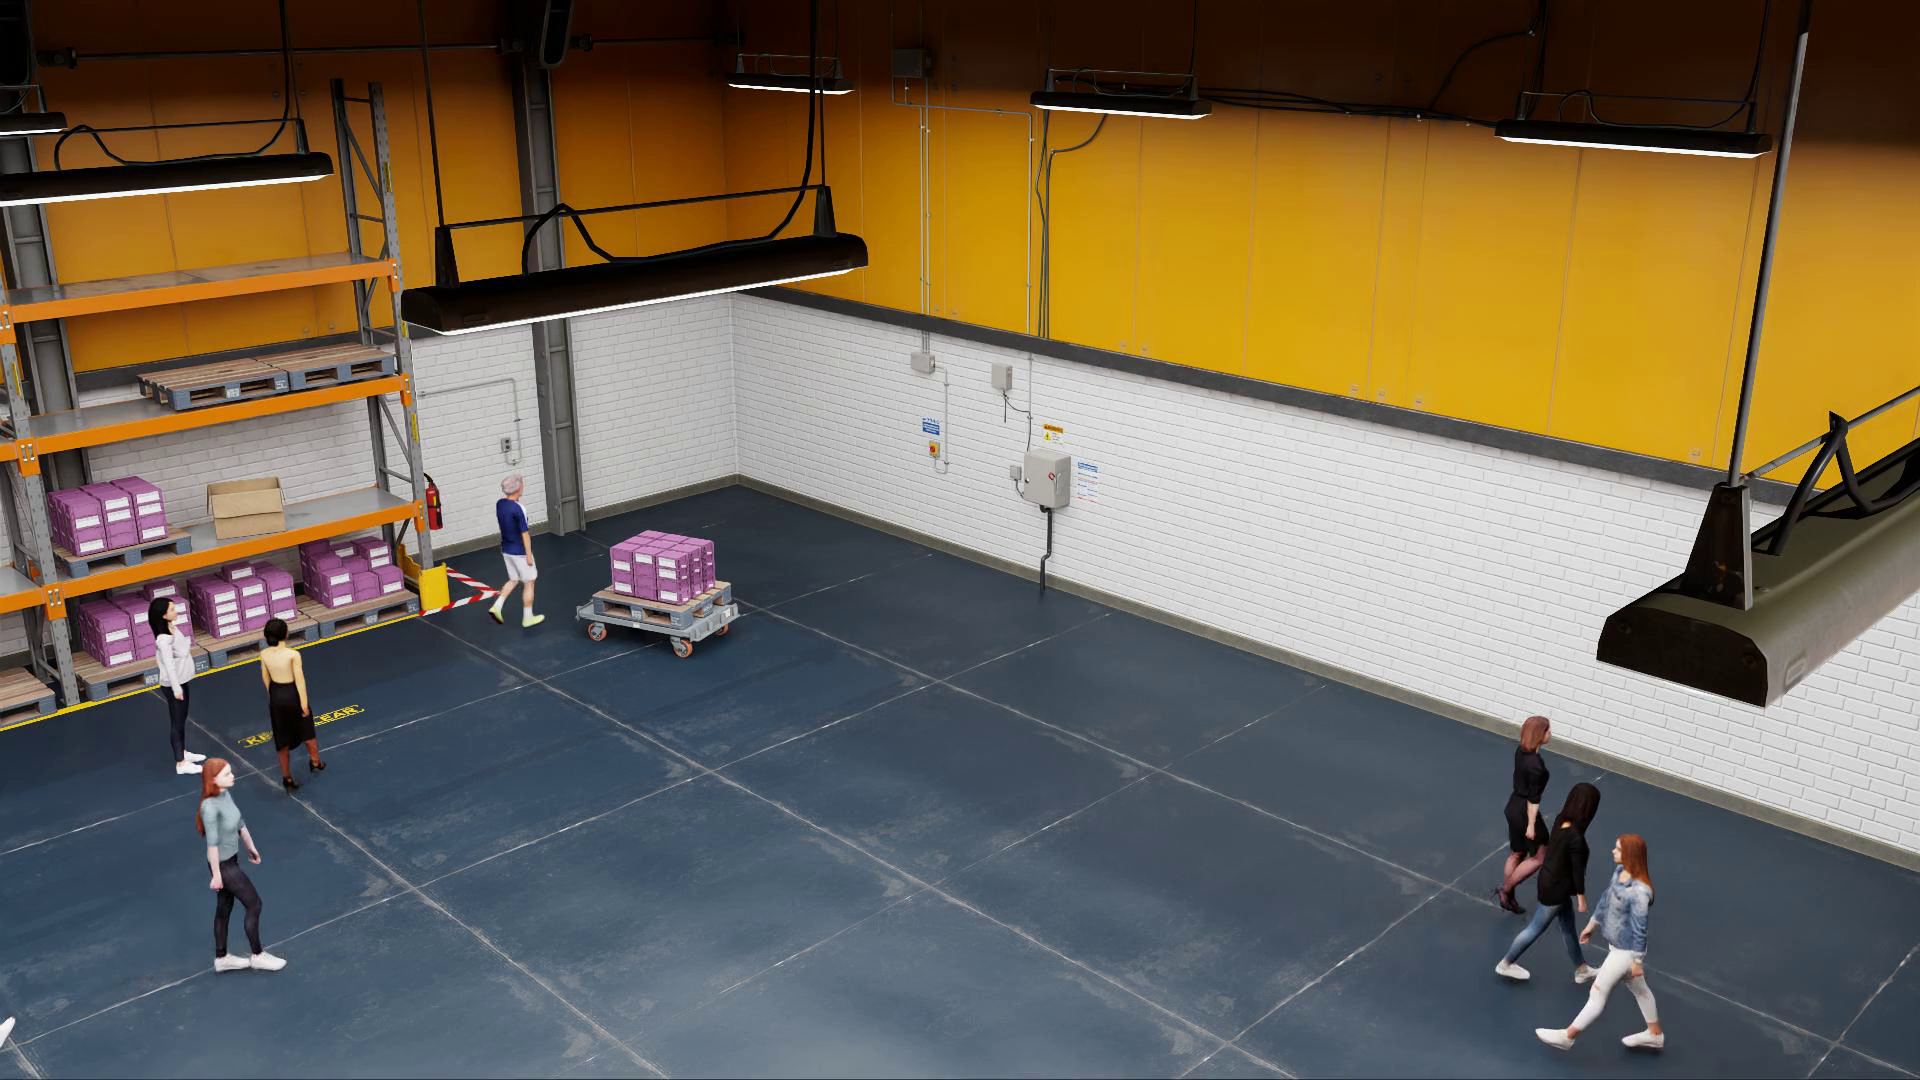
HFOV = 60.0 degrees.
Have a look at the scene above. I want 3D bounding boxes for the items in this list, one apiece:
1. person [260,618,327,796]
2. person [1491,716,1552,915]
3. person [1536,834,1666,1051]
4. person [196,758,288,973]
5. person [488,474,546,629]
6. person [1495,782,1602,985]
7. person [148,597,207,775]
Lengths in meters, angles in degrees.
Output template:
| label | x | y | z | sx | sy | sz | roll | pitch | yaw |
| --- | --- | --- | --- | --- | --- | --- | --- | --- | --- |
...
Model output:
| label | x | y | z | sx | sy | sz | roll | pitch | yaw |
| --- | --- | --- | --- | --- | --- | --- | --- | --- | --- |
| person | -6.092 | 1.520 | 14.953 | 0.867 | 1.636 | 0.952 | 2 | 19 | 6 |
| person | 4.314 | 2.167 | 12.941 | 0.792 | 1.694 | 0.734 | 0 | 19 | 0 |
| person | 4.577 | 2.763 | 11.237 | 1.127 | 1.652 | 1.133 | 2 | 19 | 6 |
| person | -5.466 | 2.400 | 12.197 | 0.872 | 1.728 | 0.780 | -4 | 19 | -12 |
| person | -5.052 | 0.154 | 18.720 | 0.725 | 1.821 | 0.938 | 13 | 23 | 34 |
| person | 4.241 | 2.525 | 12.037 | 1.034 | 1.593 | 1.048 | 2 | 19 | 5 |
| person | -7.285 | 1.329 | 15.422 | 0.698 | 1.700 | 0.698 | -6 | 20 | -17 |
